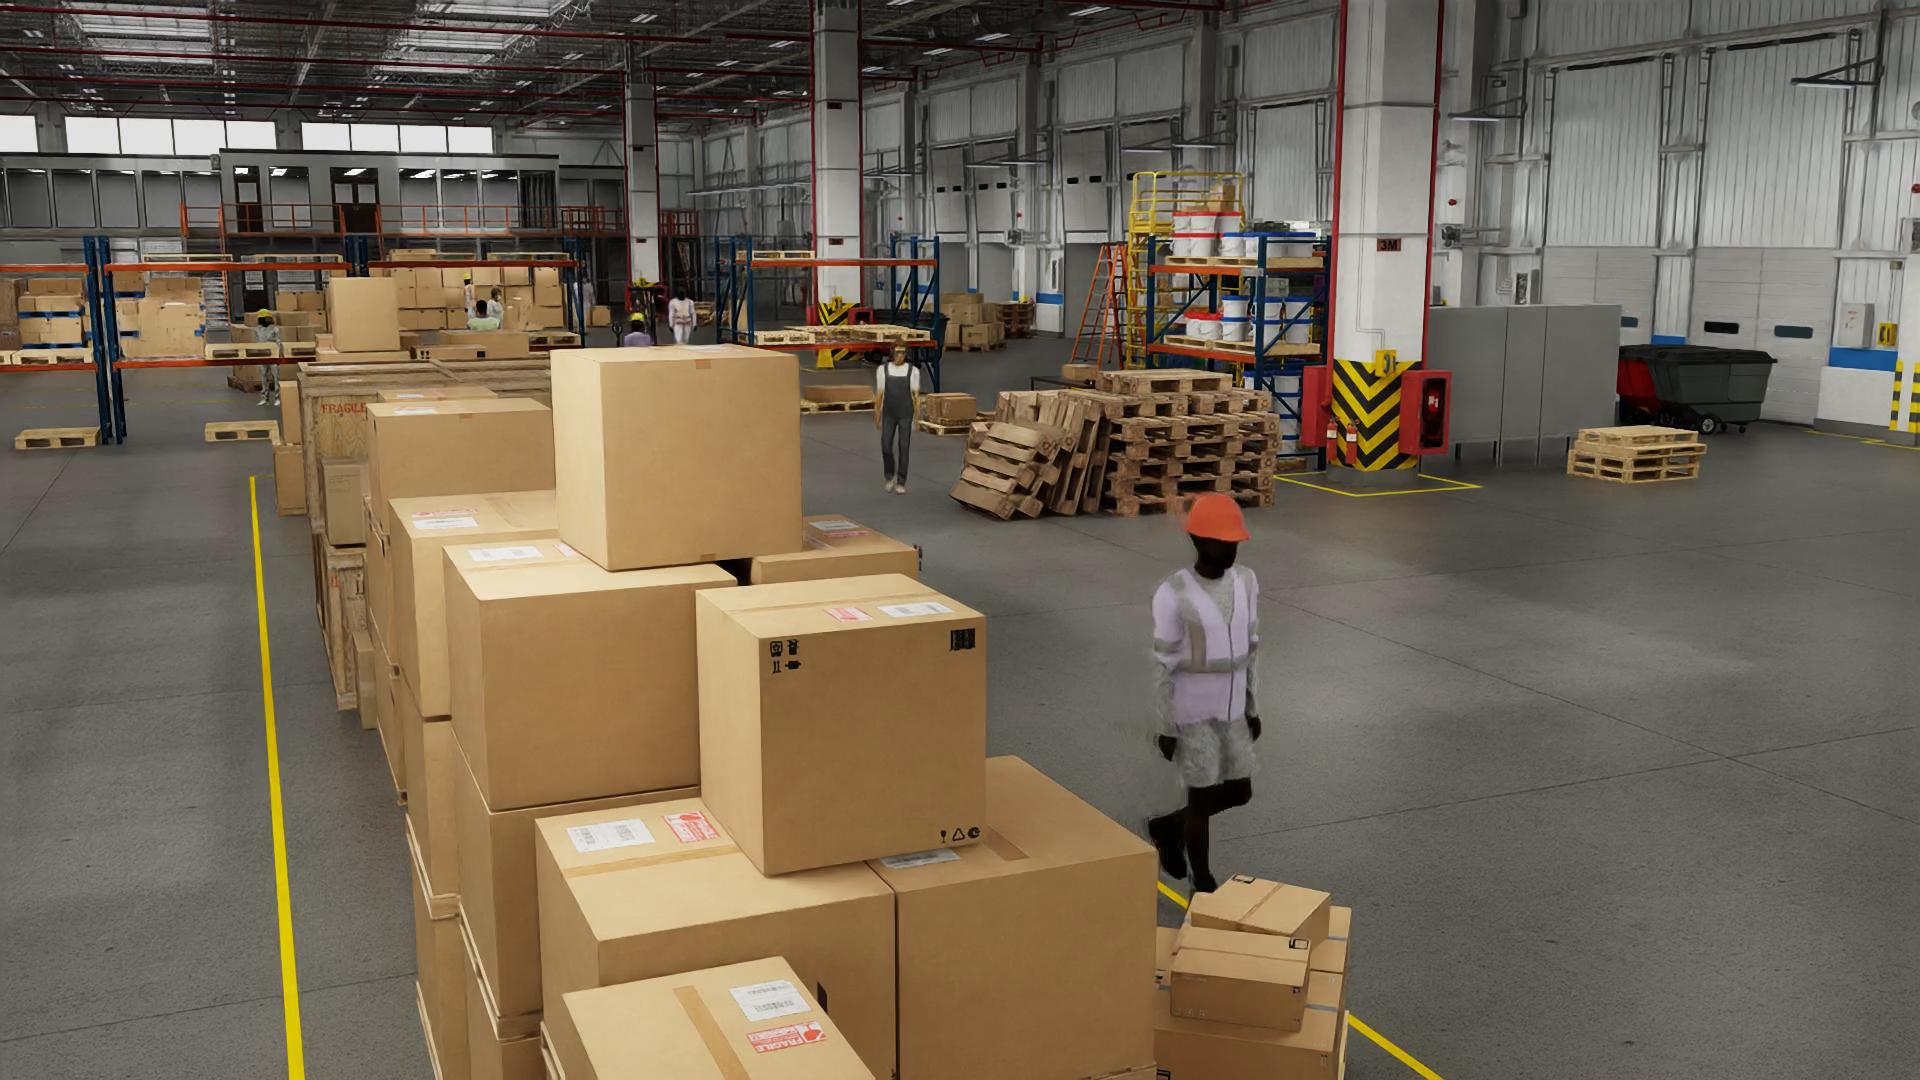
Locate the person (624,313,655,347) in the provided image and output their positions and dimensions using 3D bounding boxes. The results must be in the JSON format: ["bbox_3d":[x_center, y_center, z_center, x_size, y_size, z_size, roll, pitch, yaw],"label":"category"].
[{"bbox_3d":[-4.878,-2.498,25.211,0.465,1.875,0.660,7,12,34],"label":"person"}]

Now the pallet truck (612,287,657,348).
[{"bbox_3d":[-6.464,-4.406,35.401,0.823,1.965,1.885,6,12,32],"label":"pallet truck"}]

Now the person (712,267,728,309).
[{"bbox_3d":[-9.135,-9.473,63.599,0.771,1.912,0.559,-7,12,-33],"label":"person"}]

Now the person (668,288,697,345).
[{"bbox_3d":[-6.721,-5.200,40.352,0.637,1.796,0.957,-4,11,-19],"label":"person"}]

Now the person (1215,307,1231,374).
[{"bbox_3d":[4.177,-2.770,26.591,0.422,1.919,0.575,9,13,40],"label":"person"}]

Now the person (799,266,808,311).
[{"bbox_3d":[-6.494,-10.569,69.449,0.445,1.982,0.648,0,10,-2],"label":"person"}]

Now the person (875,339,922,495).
[{"bbox_3d":[-0.717,-1.431,19.447,0.551,1.834,0.484,0,10,-1],"label":"person"}]

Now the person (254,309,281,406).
[{"bbox_3d":[-12.453,-3.282,29.913,0.492,1.743,0.295,1,10,5],"label":"person"}]

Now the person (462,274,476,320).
[{"bbox_3d":[-14.938,-7.131,50.619,0.383,1.924,0.594,1,10,6],"label":"person"}]

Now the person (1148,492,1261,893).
[{"bbox_3d":[1.060,0.726,7.331,0.567,1.926,0.602,-7,12,-34],"label":"person"}]

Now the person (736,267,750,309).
[{"bbox_3d":[-9.301,-10.825,71.212,0.627,1.844,0.429,-5,12,-27],"label":"person"}]

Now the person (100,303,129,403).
[{"bbox_3d":[-15.571,-3.462,30.569,0.309,1.864,0.535,3,11,14],"label":"person"}]

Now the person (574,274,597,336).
[{"bbox_3d":[-11.504,-7.240,51.261,0.651,1.899,0.911,-10,14,-44],"label":"person"}]

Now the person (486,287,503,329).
[{"bbox_3d":[-10.139,-4.548,36.361,0.373,1.937,0.629,0,10,2],"label":"person"}]

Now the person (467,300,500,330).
[{"bbox_3d":[-8.401,-3.280,29.430,0.587,1.915,0.393,-6,12,-30],"label":"person"}]
